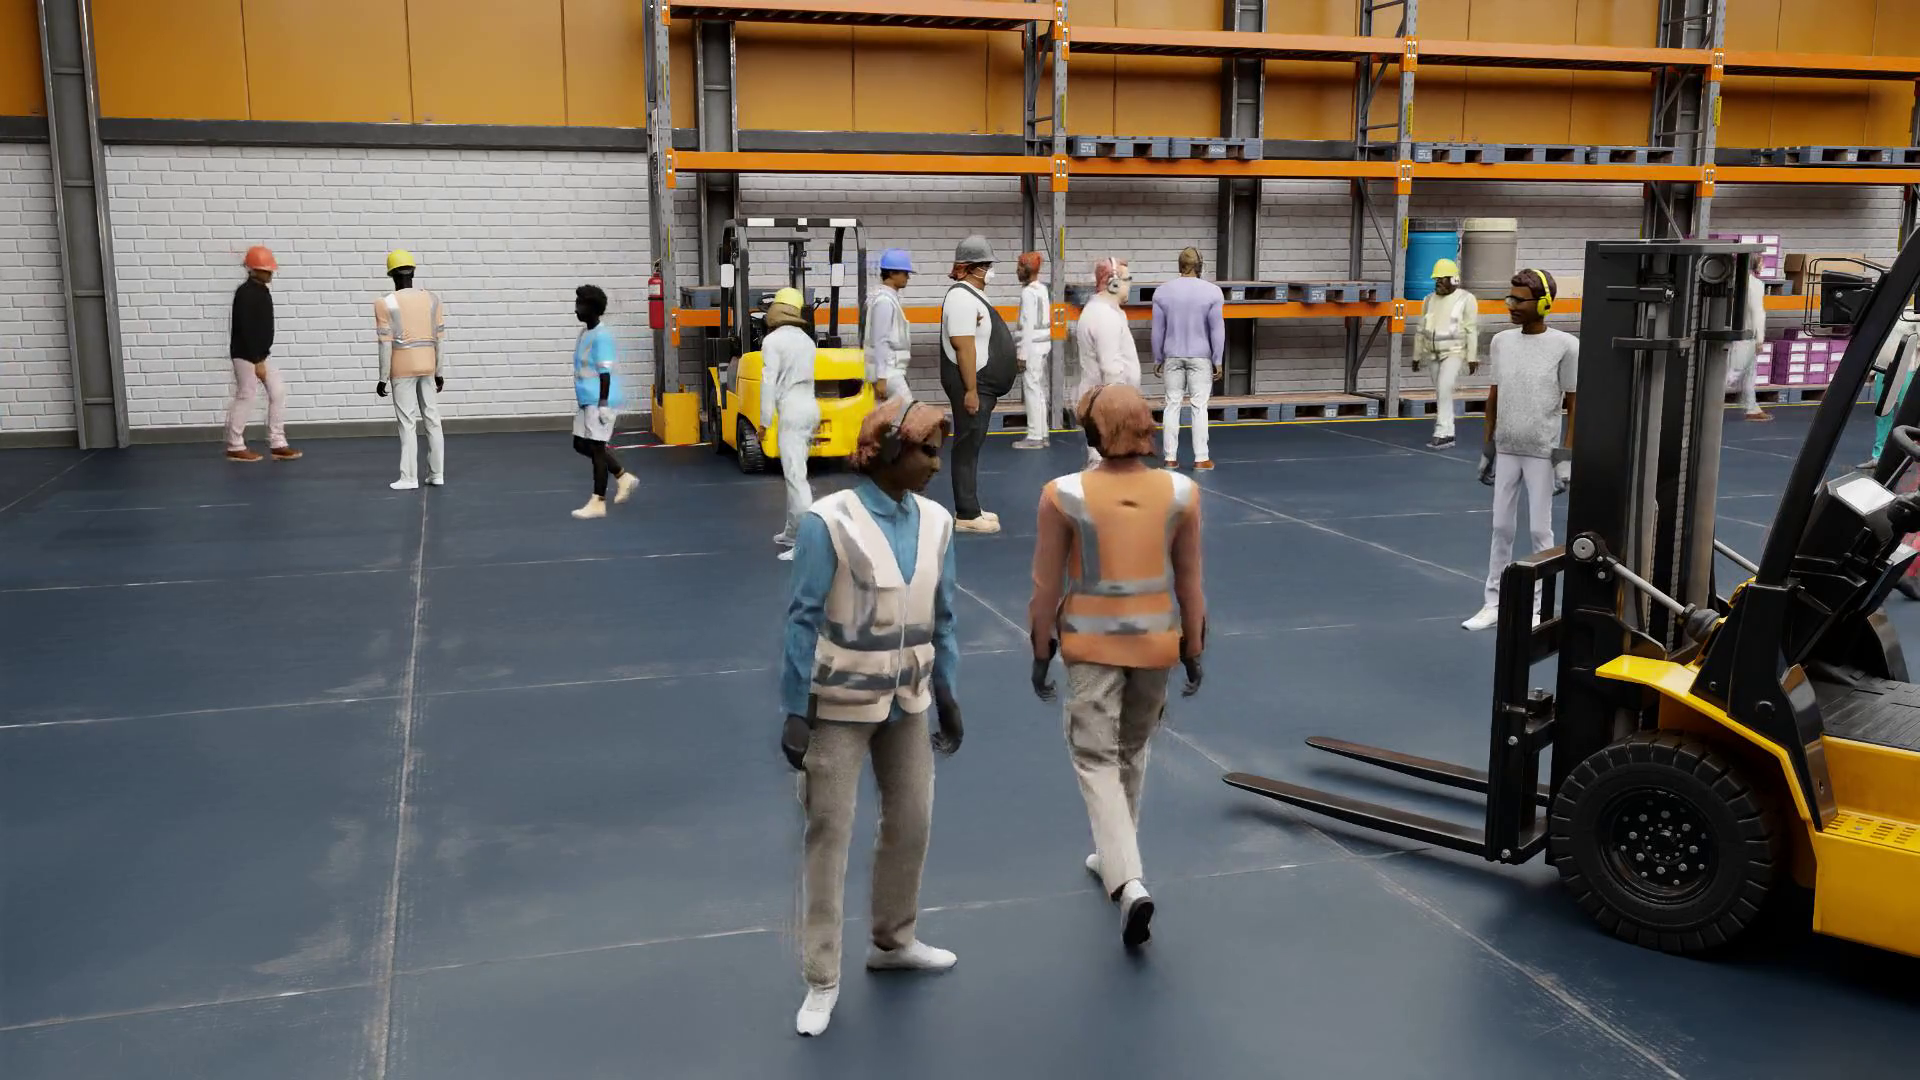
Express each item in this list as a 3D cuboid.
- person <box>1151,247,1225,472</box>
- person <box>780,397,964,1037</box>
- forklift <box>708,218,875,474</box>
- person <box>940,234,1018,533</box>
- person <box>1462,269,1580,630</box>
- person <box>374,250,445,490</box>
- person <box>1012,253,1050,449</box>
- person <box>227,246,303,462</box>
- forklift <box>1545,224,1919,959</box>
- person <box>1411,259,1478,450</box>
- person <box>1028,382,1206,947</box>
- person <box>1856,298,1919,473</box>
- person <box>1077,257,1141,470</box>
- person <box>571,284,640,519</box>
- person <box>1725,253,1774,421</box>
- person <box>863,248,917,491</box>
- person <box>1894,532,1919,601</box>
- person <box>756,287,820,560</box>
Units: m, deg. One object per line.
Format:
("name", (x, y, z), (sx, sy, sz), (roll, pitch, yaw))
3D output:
("person", (1.966, -1.551, 14.361), (0.635, 1.936, 0.353), (4, 11, 20))
("person", (-0.239, 0.447, 4.302), (0.618, 1.612, 0.324), (-10, 14, -43))
("forklift", (-1.522, -1.778, 14.899), (1.214, 2.155, 2.313), (-3, 11, -17))
("person", (0.131, -1.083, 11.511), (0.537, 2.000, 0.678), (0, 10, 1))
("person", (2.861, -0.428, 8.406), (0.335, 1.865, 0.519), (-9, 14, -42))
("person", (-4.411, -1.354, 13.338), (0.382, 1.917, 0.585), (9, 14, 41))
("person", (0.699, -1.798, 15.933), (0.339, 1.873, 0.652), (3, 11, 16))
("person", (-6.286, -1.642, 14.863), (0.781, 1.931, 0.644), (0, 10, 1))
("forklift", (2.909, 0.117, 4.508), (2.313, 2.155, 1.214), (9, 14, 40))
("person", (4.562, -1.767, 15.882), (0.737, 1.802, 0.625), (-8, 13, -37))
("person", (0.476, 0.344, 4.872), (0.529, 1.609, 0.763), (-3, 11, -14))
("person", (8.045, -1.454, 14.301), (0.328, 1.765, 0.532), (-4, 11, -20))
("person", (0.945, -0.835, 10.543), (0.421, 1.896, 0.640), (0, 10, -1))
("person", (-2.596, -0.999, 11.998), (0.449, 1.686, 0.548), (-5, 12, -26))
("person", (8.491, -2.227, 18.170), (0.939, 1.907, 0.643), (0, 10, -2))
("person", (-0.534, -1.317, 13.101), (0.452, 1.928, 0.605), (-1, 10, -4))
("person", (5.627, -0.484, 9.110), (0.907, 1.727, 0.529), (0, 10, 1))
("person", (-1.073, -0.744, 10.584), (0.637, 1.694, 0.522), (6, 12, 29))
